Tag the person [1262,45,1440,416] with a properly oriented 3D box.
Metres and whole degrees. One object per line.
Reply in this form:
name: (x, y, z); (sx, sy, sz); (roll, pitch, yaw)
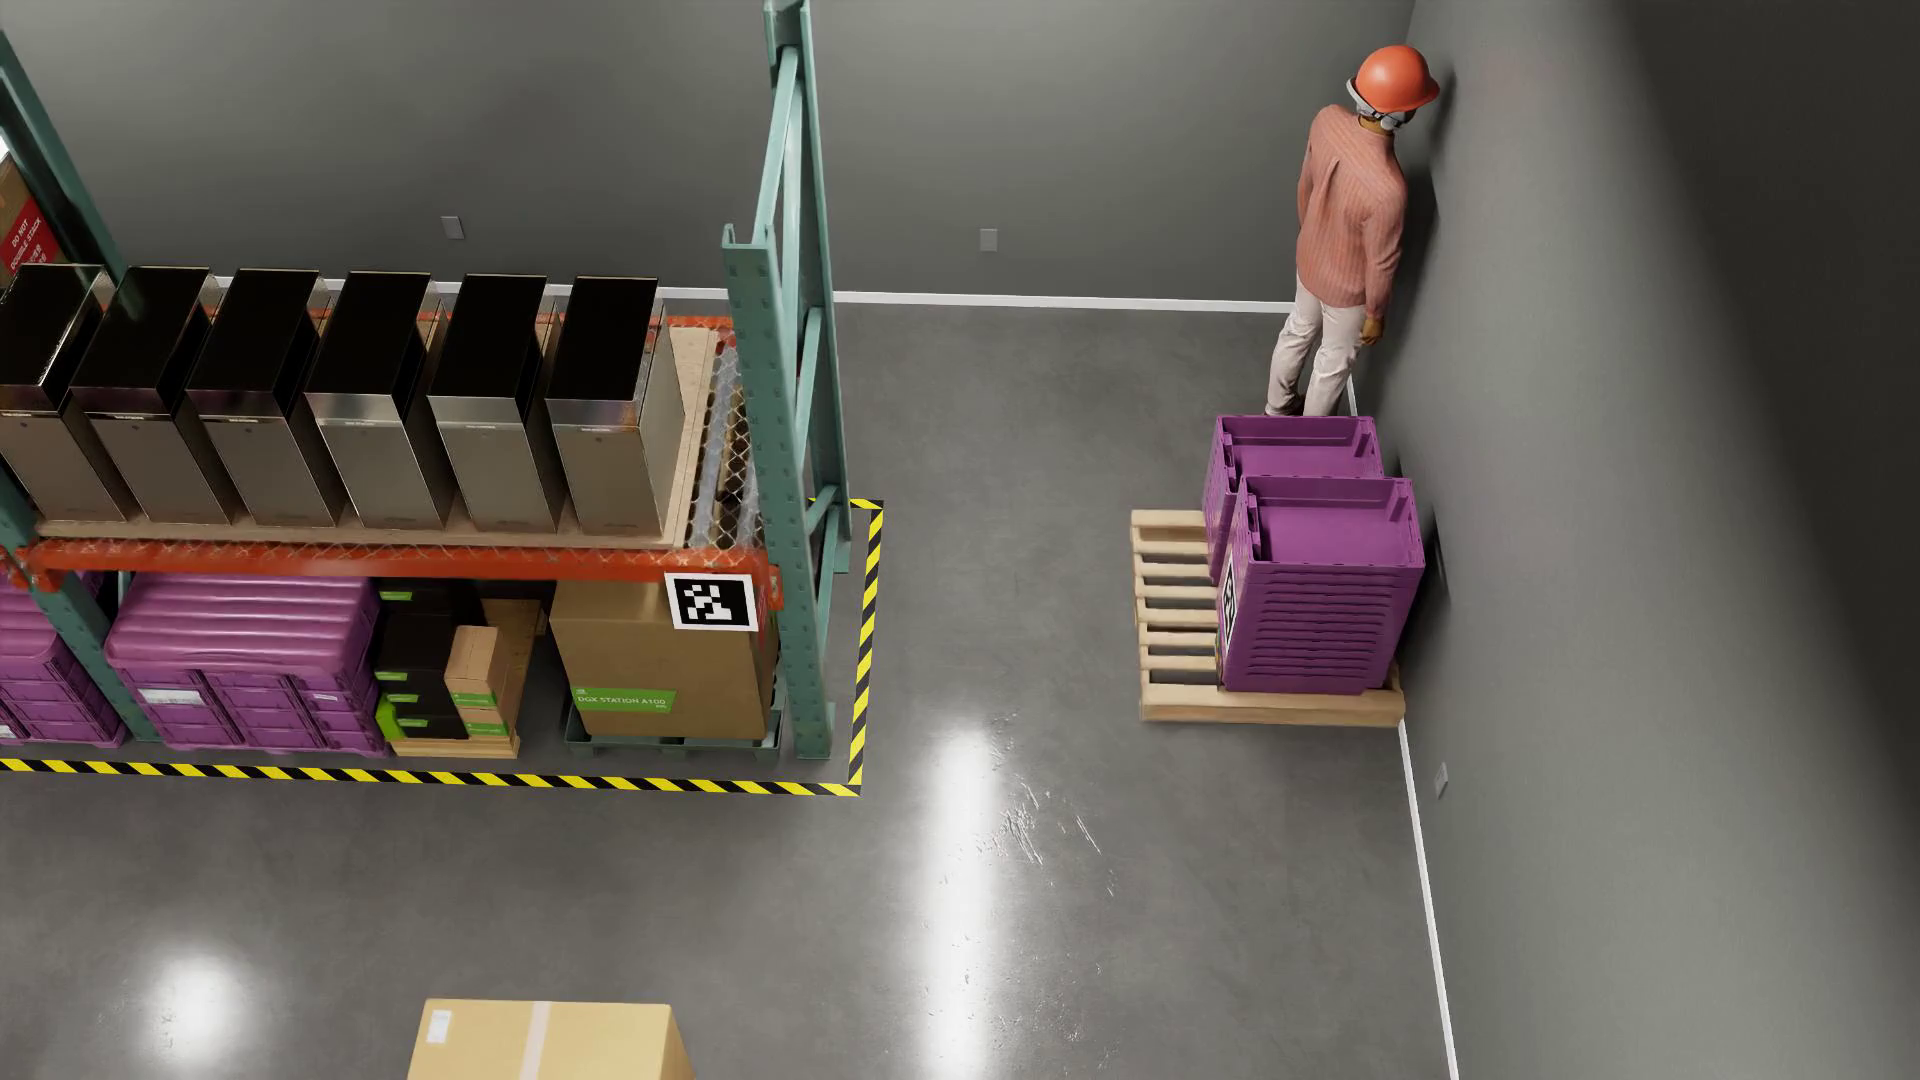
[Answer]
person: (1.502, -1.059, 6.491); (0.379, 1.996, 0.609); (-17, 54, -13)
